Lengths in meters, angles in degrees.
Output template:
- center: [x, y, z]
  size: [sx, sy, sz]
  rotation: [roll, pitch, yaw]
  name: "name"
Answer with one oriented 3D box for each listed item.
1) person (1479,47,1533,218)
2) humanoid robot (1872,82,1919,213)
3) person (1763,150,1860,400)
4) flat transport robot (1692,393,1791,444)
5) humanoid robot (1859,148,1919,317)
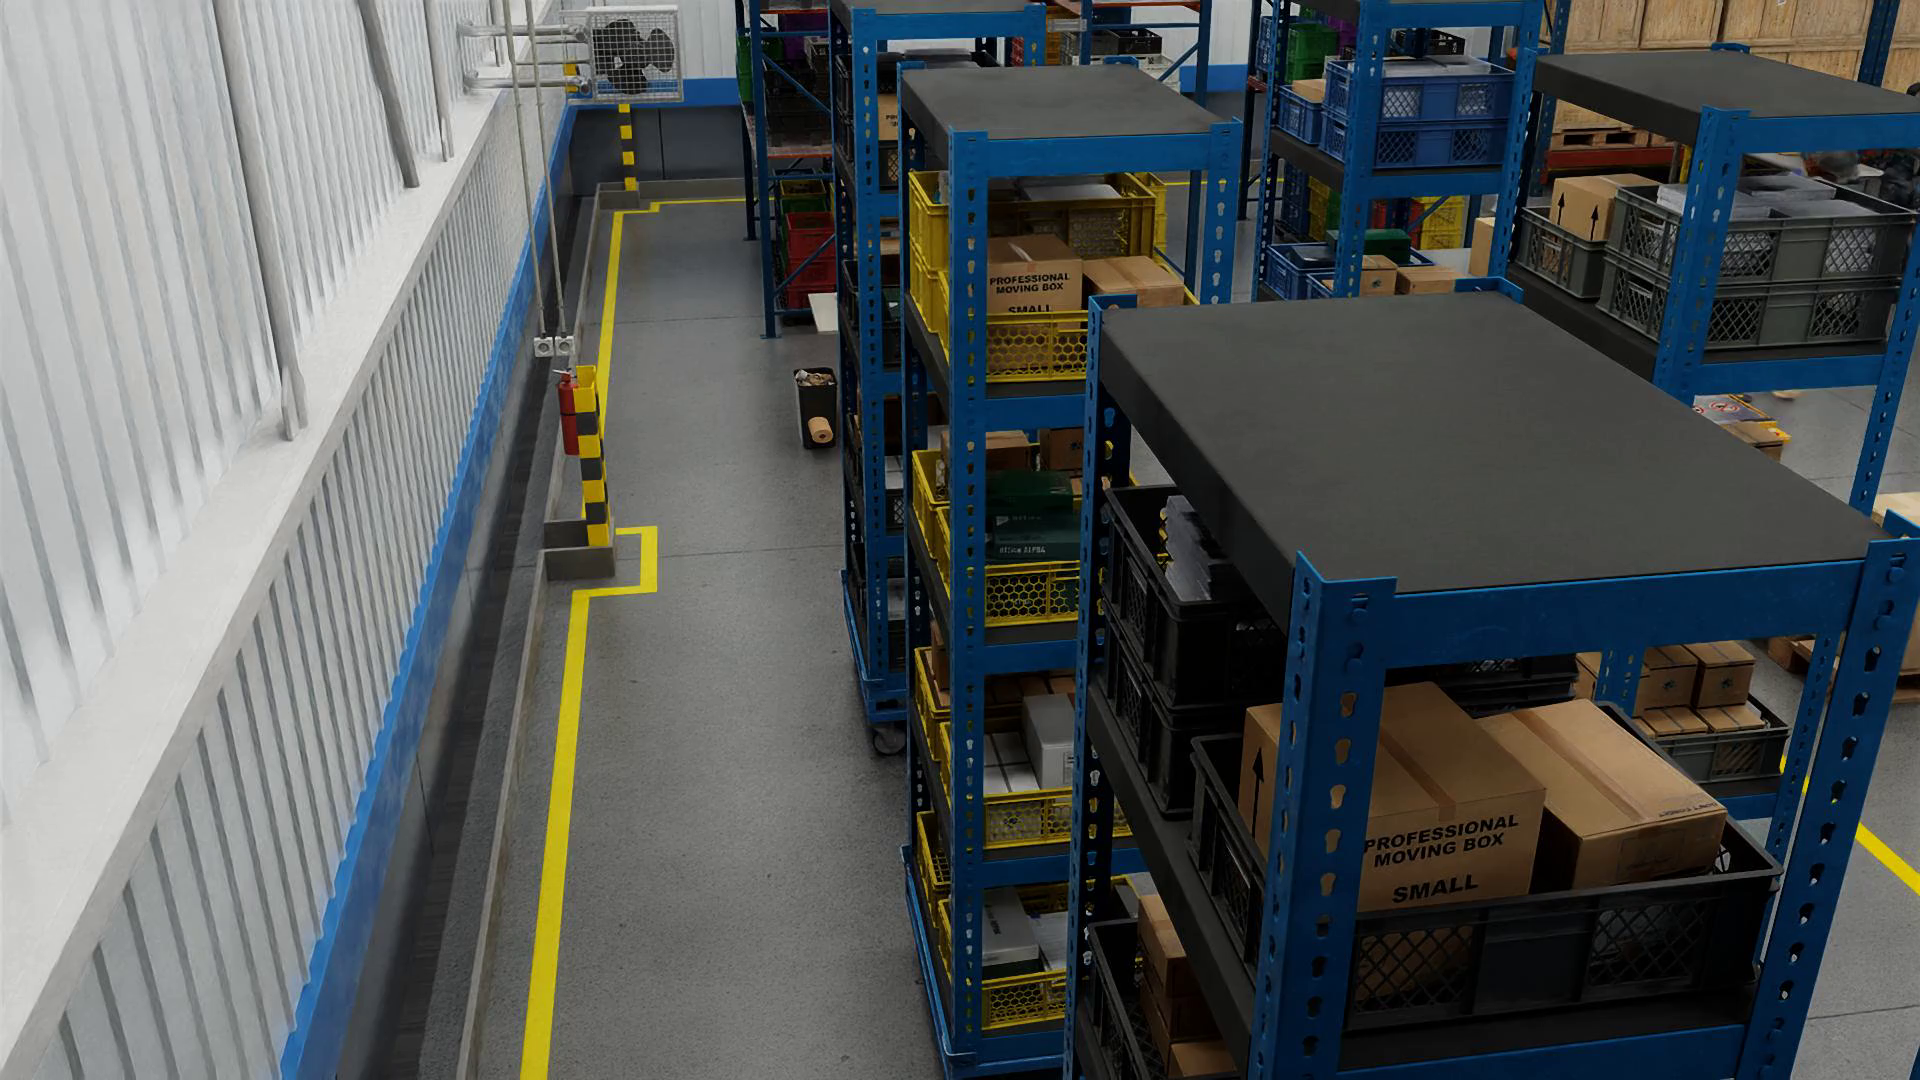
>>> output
- center: [5.839, -4.268, 17.642]
  size: [0.358, 1.885, 0.572]
  rotation: [-1, 25, -2]
  name: "person"
- center: [9.495, -3.781, 16.816]
  size: [0.326, 1.656, 0.587]
  rotation: [-10, 27, -21]
  name: "humanoid robot"
- center: [6.521, -2.136, 12.825]
  size: [0.550, 2.000, 0.810]
  rotation: [-5, 25, -10]
  name: "person"
- center: [5.224, -0.859, 12.132]
  size: [1.431, 0.197, 0.652]
  rotation: [-4, 25, -8]
  name: "flat transport robot"
- center: [7.880, -2.490, 14.023]
  size: [0.625, 1.639, 0.452]
  rotation: [-11, 27, -22]
  name: "humanoid robot"
